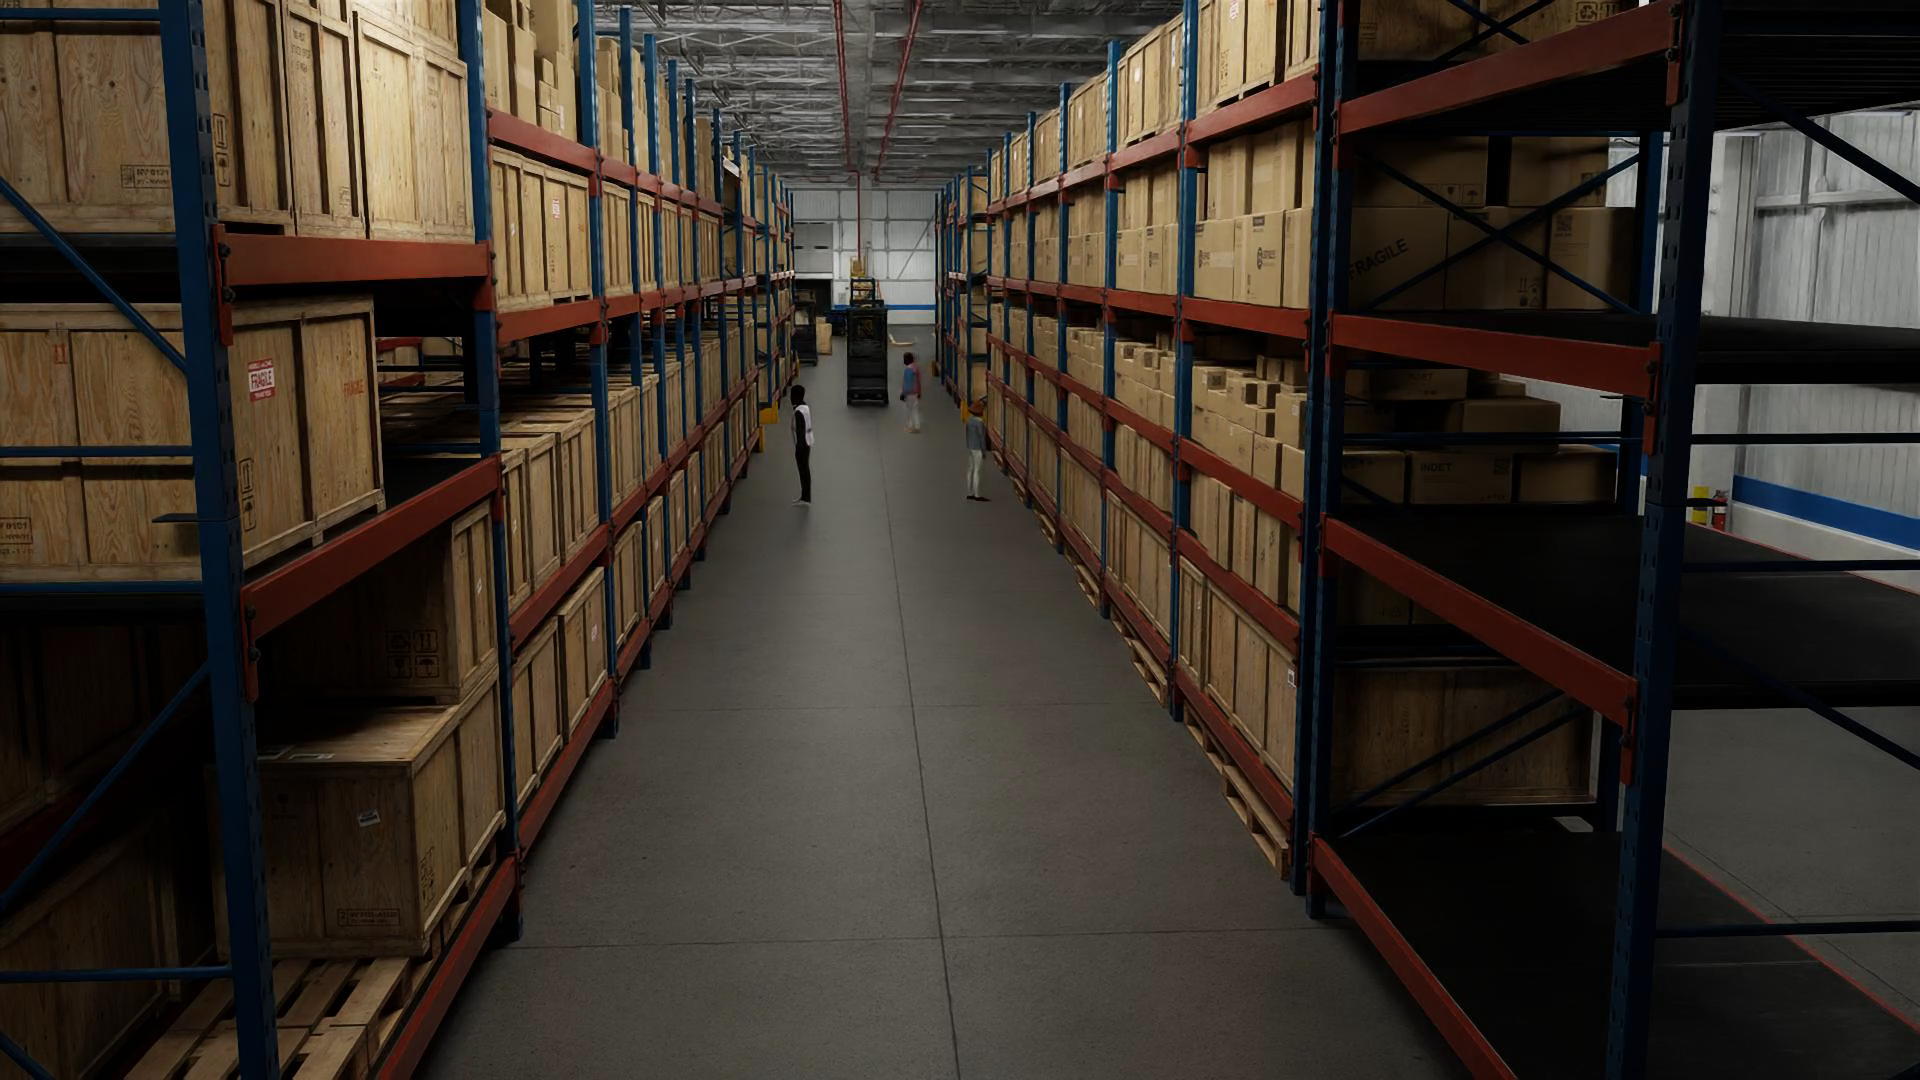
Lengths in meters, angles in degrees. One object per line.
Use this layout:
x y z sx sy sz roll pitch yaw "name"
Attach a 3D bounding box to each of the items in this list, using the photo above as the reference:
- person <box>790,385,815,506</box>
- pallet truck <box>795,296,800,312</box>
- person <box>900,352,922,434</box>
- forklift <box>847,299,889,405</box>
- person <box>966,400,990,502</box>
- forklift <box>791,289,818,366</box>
-2.492 -1.489 26.226 0.398 1.920 0.590 0 10 0 "person"
-8.622 -12.439 91.403 1.885 1.965 0.823 2 10 13 "pallet truck"
-1.150 -3.288 37.261 0.643 1.816 0.648 2 10 11 "person"
-2.519 -5.132 45.122 1.129 2.768 1.873 -1 10 -3 "forklift"
0.268 -1.432 26.739 0.278 1.633 0.498 -5 11 -28 "person"
-5.854 -7.856 61.396 1.129 2.768 1.873 -1 10 -3 "forklift"
